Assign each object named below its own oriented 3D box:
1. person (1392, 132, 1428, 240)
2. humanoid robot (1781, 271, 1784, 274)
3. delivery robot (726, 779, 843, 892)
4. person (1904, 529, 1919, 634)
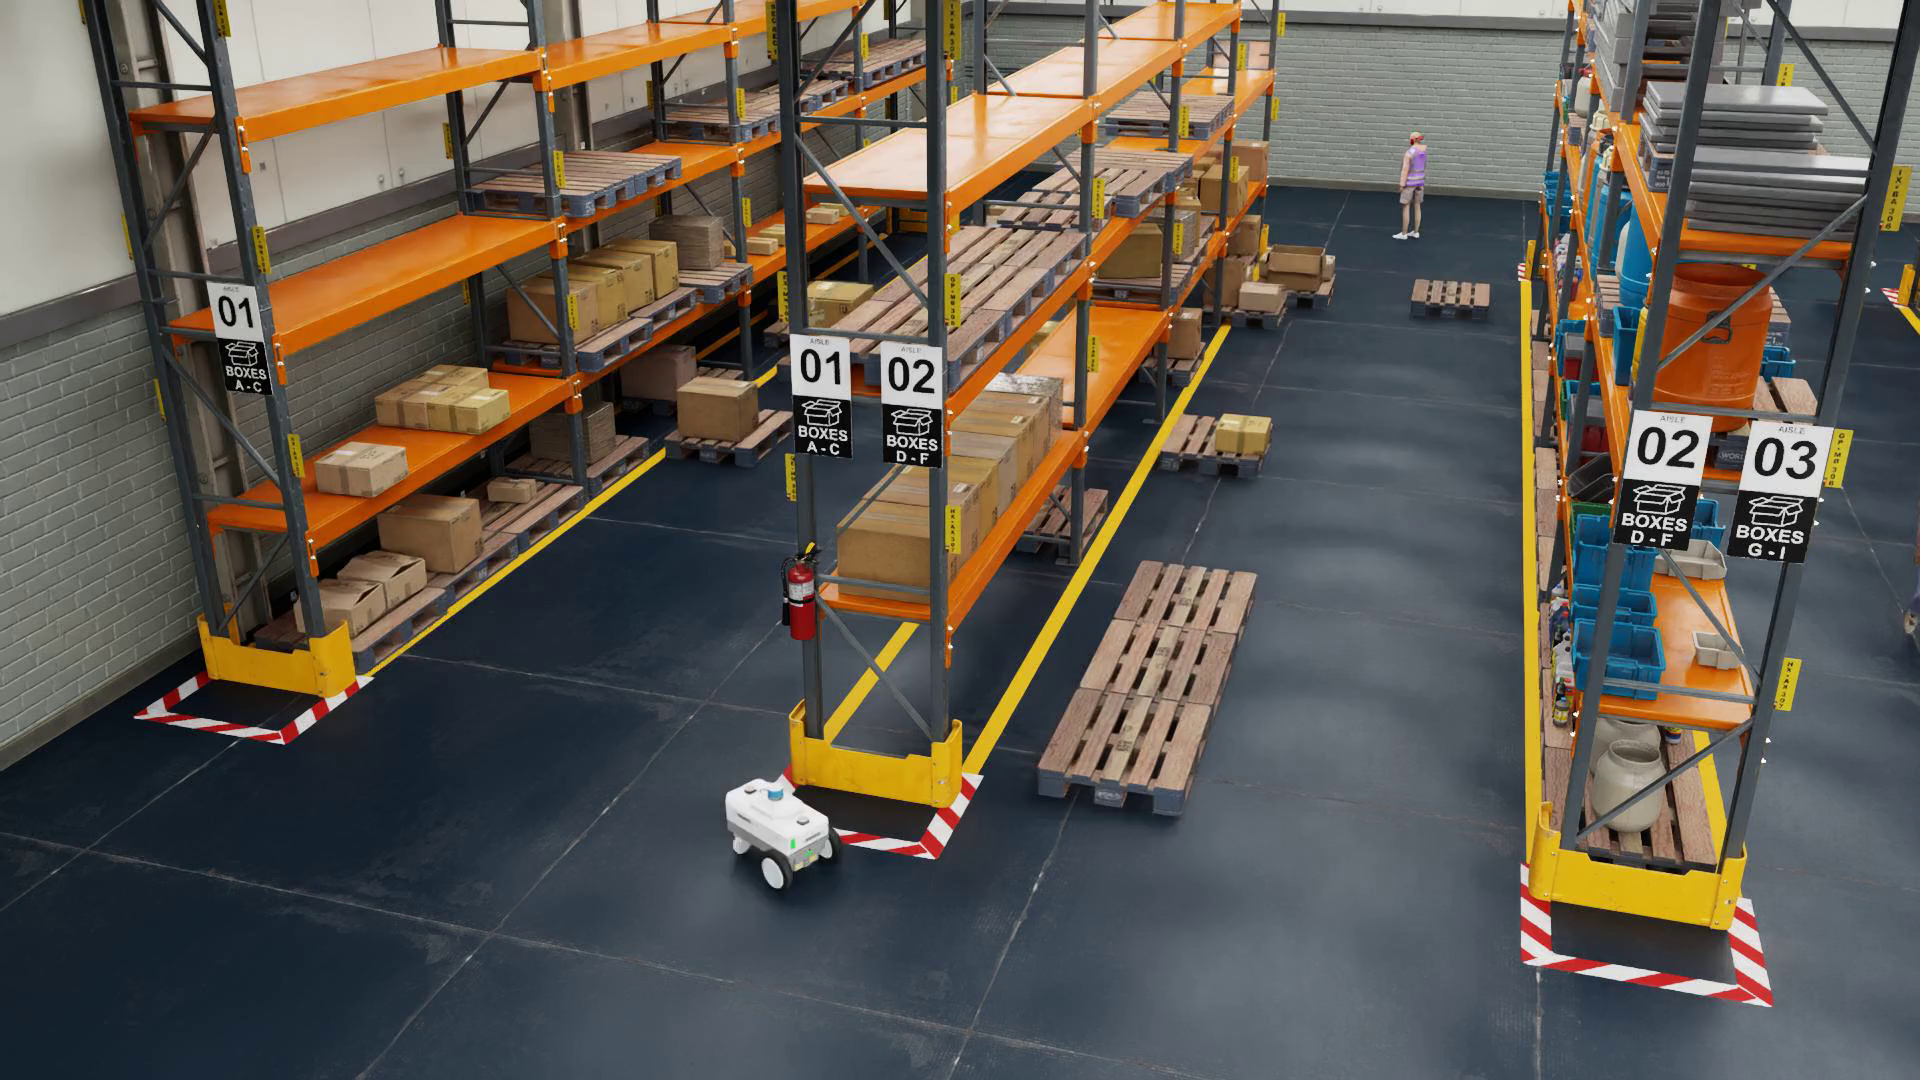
[{"bbox_3d":[7.180,-5.619,26.411,0.489,1.688,0.348,-13,27,-28],"label":"person"},{"bbox_3d":[11.860,-4.669,24.247,0.609,1.637,0.652,-20,30,-38],"label":"humanoid robot"},{"bbox_3d":[-1.135,1.841,10.563,0.781,0.610,0.509,21,31,40],"label":"delivery robot"},{"bbox_3d":[7.801,0.086,13.086,0.537,1.753,0.468,7,24,15],"label":"person"}]
